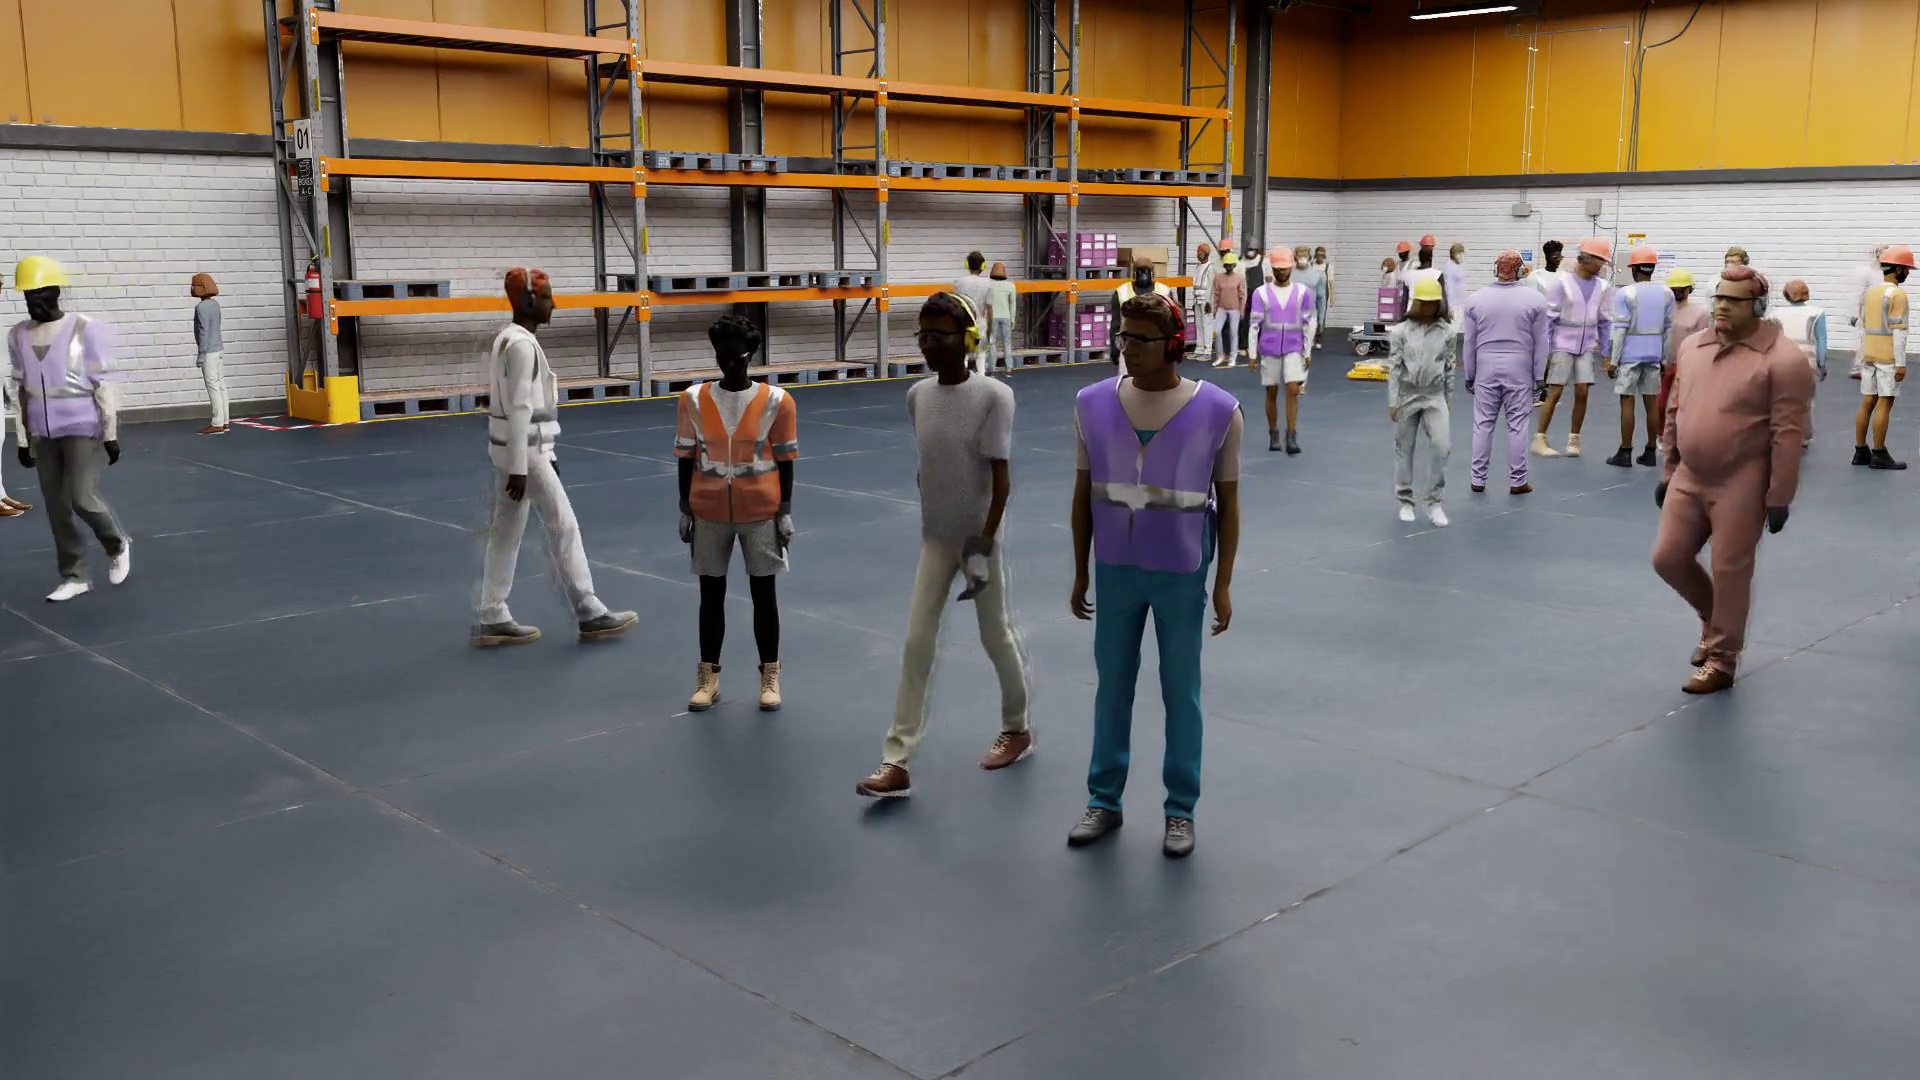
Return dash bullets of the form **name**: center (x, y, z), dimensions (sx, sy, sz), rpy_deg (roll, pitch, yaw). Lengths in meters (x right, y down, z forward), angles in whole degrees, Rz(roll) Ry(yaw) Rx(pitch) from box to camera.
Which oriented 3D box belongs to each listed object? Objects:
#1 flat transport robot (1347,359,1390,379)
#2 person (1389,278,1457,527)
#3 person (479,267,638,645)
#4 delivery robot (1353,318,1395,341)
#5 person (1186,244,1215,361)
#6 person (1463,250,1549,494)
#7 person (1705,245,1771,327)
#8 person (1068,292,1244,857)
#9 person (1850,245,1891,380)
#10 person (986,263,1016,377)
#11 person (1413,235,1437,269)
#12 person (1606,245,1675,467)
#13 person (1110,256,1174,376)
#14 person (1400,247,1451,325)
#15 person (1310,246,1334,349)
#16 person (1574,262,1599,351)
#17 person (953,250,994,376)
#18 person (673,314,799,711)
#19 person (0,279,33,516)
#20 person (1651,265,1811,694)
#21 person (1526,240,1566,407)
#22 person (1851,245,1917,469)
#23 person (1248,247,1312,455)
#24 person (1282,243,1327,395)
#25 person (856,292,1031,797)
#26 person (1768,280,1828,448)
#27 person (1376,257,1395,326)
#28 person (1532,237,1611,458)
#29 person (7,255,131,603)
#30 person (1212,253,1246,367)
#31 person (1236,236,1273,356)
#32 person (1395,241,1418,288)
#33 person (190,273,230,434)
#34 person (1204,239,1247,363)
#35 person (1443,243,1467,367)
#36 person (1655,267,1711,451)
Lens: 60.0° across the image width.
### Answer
- **flat transport robot**: center (6.056, -2.445, 23.708), dimensions (0.652, 0.197, 1.431), rpy_deg (6, 12, 30)
- **person**: center (3.233, -0.954, 11.618), dimensions (0.486, 1.721, 0.671), rpy_deg (1, 10, 3)
- **person**: center (-2.016, -0.403, 8.224), dimensions (0.884, 1.853, 0.590), rpy_deg (-4, 11, -22)
- **delivery robot**: center (7.330, -3.685, 29.437), dimensions (0.707, 0.478, 0.477), rpy_deg (4, 11, 20)
- **person**: center (3.931, -3.847, 26.953), dimensions (0.355, 1.884, 0.576), rpy_deg (-4, 11, -20)
- **person**: center (4.277, -1.311, 13.059), dimensions (0.643, 1.909, 0.410), rpy_deg (5, 12, 26)
- **person**: center (7.867, -2.021, 16.927), dimensions (0.406, 1.929, 0.640), rpy_deg (-10, 15, -44)
- **person**: center (0.640, 0.113, 5.472), dimensions (0.564, 1.842, 0.392), rpy_deg (4, 11, 22)
- **person**: center (12.768, -3.126, 23.034), dimensions (0.666, 1.869, 0.926), rpy_deg (-4, 11, -20)
- **person**: center (0.548, -3.143, 23.795), dimensions (0.501, 1.633, 0.281), rpy_deg (-1, 10, -6)
- **person**: center (8.708, -4.683, 31.130), dimensions (0.614, 2.029, 0.408), rpy_deg (-9, 14, -42)
- **person**: center (5.939, -1.605, 14.584), dimensions (0.551, 1.932, 0.378), rpy_deg (-2, 11, -9)
- **person**: center (1.803, -1.892, 16.467), dimensions (0.631, 1.827, 0.631), rpy_deg (1, 10, 5)
- **person**: center (6.374, -3.086, 22.866), dimensions (1.023, 1.864, 0.609), rpy_deg (-9, 14, -40)
- **person**: center (6.344, -4.269, 29.432), dimensions (0.536, 1.810, 0.865), rpy_deg (3, 11, 13)
- **person**: center (10.980, -4.321, 29.336), dimensions (0.607, 1.966, 0.951), rpy_deg (-10, 14, -42)
- **person**: center (0.134, -2.418, 19.238), dimensions (0.528, 1.852, 0.710), rpy_deg (2, 11, 10)
- **person**: center (-0.952, -0.110, 7.084), dimensions (0.533, 1.696, 0.318), rpy_deg (0, 10, 1)
- **person**: center (-7.014, -1.110, 12.060), dimensions (0.331, 1.874, 0.519), rpy_deg (-3, 11, -14)
- **person**: center (3.388, -0.262, 7.366), dimensions (0.466, 1.891, 0.672), rpy_deg (-6, 12, -28)
- **person**: center (6.970, -2.560, 19.739), dimensions (0.624, 1.967, 0.393), rpy_deg (-4, 11, -22)
- **person**: center (8.062, -1.584, 14.471), dimensions (0.361, 1.935, 0.544), rpy_deg (0, 10, -3)
- **person**: center (2.957, -1.731, 15.347), dimensions (0.580, 1.901, 0.880), rpy_deg (1, 10, 6)
- **person**: center (4.353, -2.821, 21.259), dimensions (0.629, 1.926, 0.493), rpy_deg (1, 10, 4)
- **person**: center (-0.009, 0.017, 6.057), dimensions (0.503, 1.823, 0.963), rpy_deg (7, 12, 33)
- **person**: center (7.857, -1.625, 15.607), dimensions (0.558, 1.590, 0.831), rpy_deg (7, 13, 34)
- **person**: center (7.869, -4.393, 30.636), dimensions (0.398, 1.614, 0.545), rpy_deg (0, 10, -2)
- **person**: center (5.631, -1.750, 15.195), dimensions (0.623, 2.024, 0.413), rpy_deg (-2, 11, -11)
- **person**: center (-4.968, -0.619, 9.258), dimensions (0.621, 1.912, 0.475), rpy_deg (2, 11, 9)
- **person**: center (4.128, -3.535, 25.611), dimensions (0.544, 1.746, 0.595), rpy_deg (5, 12, 27)
- **person**: center (4.873, -4.096, 27.878), dimensions (0.718, 2.000, 0.630), rpy_deg (3, 11, 15)
- **person**: center (8.176, -4.531, 30.613), dimensions (0.500, 1.910, 0.570), rpy_deg (-6, 12, -29)
- **person**: center (-7.688, -1.902, 17.018), dimensions (0.282, 1.636, 0.500), rpy_deg (-1, 10, -7)
- **person**: center (4.174, -3.790, 26.442), dimensions (0.657, 1.952, 0.941), rpy_deg (7, 12, 33)
- **person**: center (7.503, -3.539, 25.260), dimensions (0.379, 1.902, 0.757), rpy_deg (7, 12, 33)
- **person**: center (6.391, -1.554, 14.842), dimensions (0.521, 1.745, 0.609), rpy_deg (6, 12, 29)
